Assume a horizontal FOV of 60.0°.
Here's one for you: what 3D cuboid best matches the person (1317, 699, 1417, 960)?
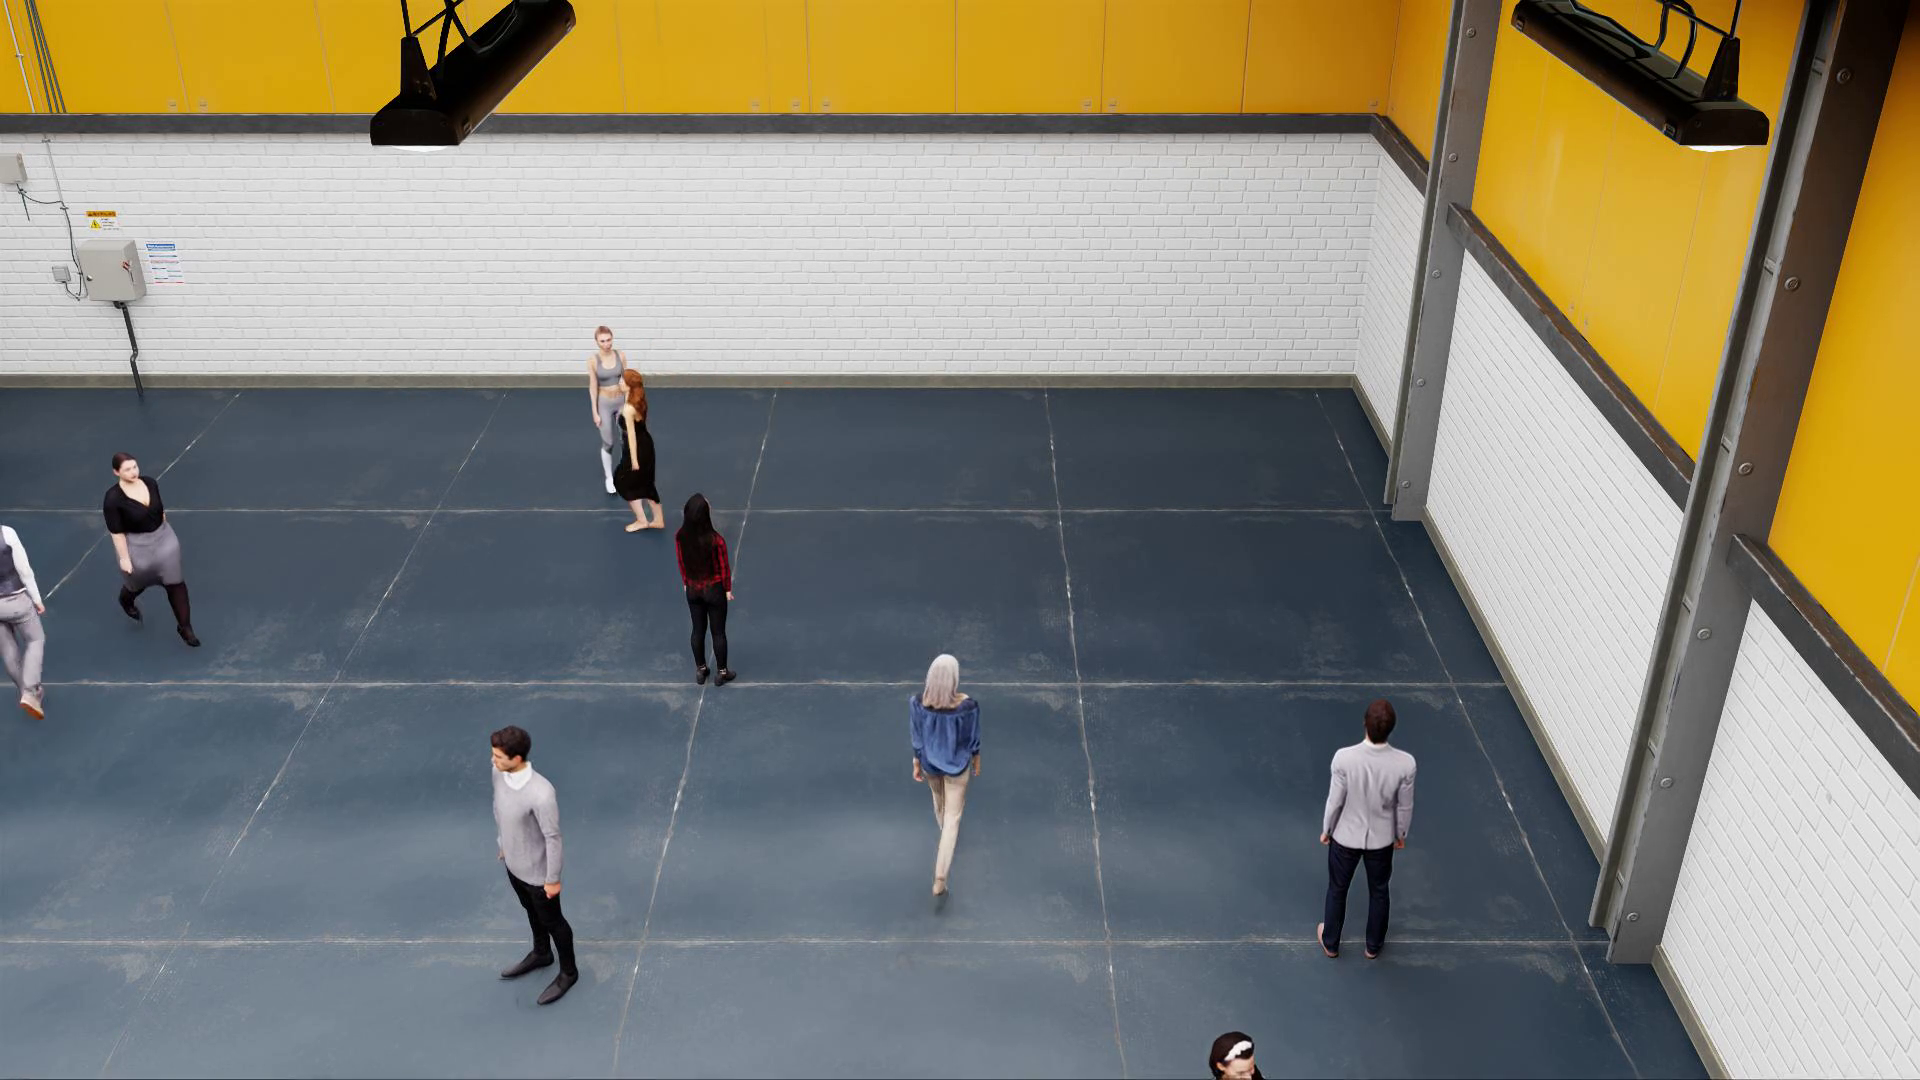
[{"bbox_3d":[2.485,1.794,10.245,0.695,1.850,0.574,2,29,4],"label":"person"}]

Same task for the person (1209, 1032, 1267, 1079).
[{"bbox_3d":[1.240,3.053,7.970,0.854,1.818,0.906,-21,35,-33],"label":"person"}]

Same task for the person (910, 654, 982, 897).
[{"bbox_3d":[-0.108,1.551,10.885,0.785,1.664,1.188,6,29,11],"label":"person"}]

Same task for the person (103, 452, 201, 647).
[{"bbox_3d":[-6.687,0.069,13.538,1.095,1.724,1.159,17,33,28],"label":"person"}]

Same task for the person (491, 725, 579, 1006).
[{"bbox_3d":[-2.553,1.906,9.966,0.820,1.921,0.874,24,37,37],"label":"person"}]

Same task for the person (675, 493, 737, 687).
[{"bbox_3d":[-1.988,0.397,13.005,0.640,1.659,0.604,8,30,15],"label":"person"}]

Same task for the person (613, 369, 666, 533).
[{"bbox_3d":[-2.864,-0.797,15.249,0.670,1.607,0.595,5,29,9],"label":"person"}]

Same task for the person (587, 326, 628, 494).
[{"bbox_3d":[-3.353,-1.275,16.025,0.637,1.702,0.656,-16,32,-27],"label":"person"}]

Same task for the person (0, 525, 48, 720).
[{"bbox_3d":[-7.195,0.522,12.501,0.810,1.921,0.999,-7,29,-13],"label":"person"}]
